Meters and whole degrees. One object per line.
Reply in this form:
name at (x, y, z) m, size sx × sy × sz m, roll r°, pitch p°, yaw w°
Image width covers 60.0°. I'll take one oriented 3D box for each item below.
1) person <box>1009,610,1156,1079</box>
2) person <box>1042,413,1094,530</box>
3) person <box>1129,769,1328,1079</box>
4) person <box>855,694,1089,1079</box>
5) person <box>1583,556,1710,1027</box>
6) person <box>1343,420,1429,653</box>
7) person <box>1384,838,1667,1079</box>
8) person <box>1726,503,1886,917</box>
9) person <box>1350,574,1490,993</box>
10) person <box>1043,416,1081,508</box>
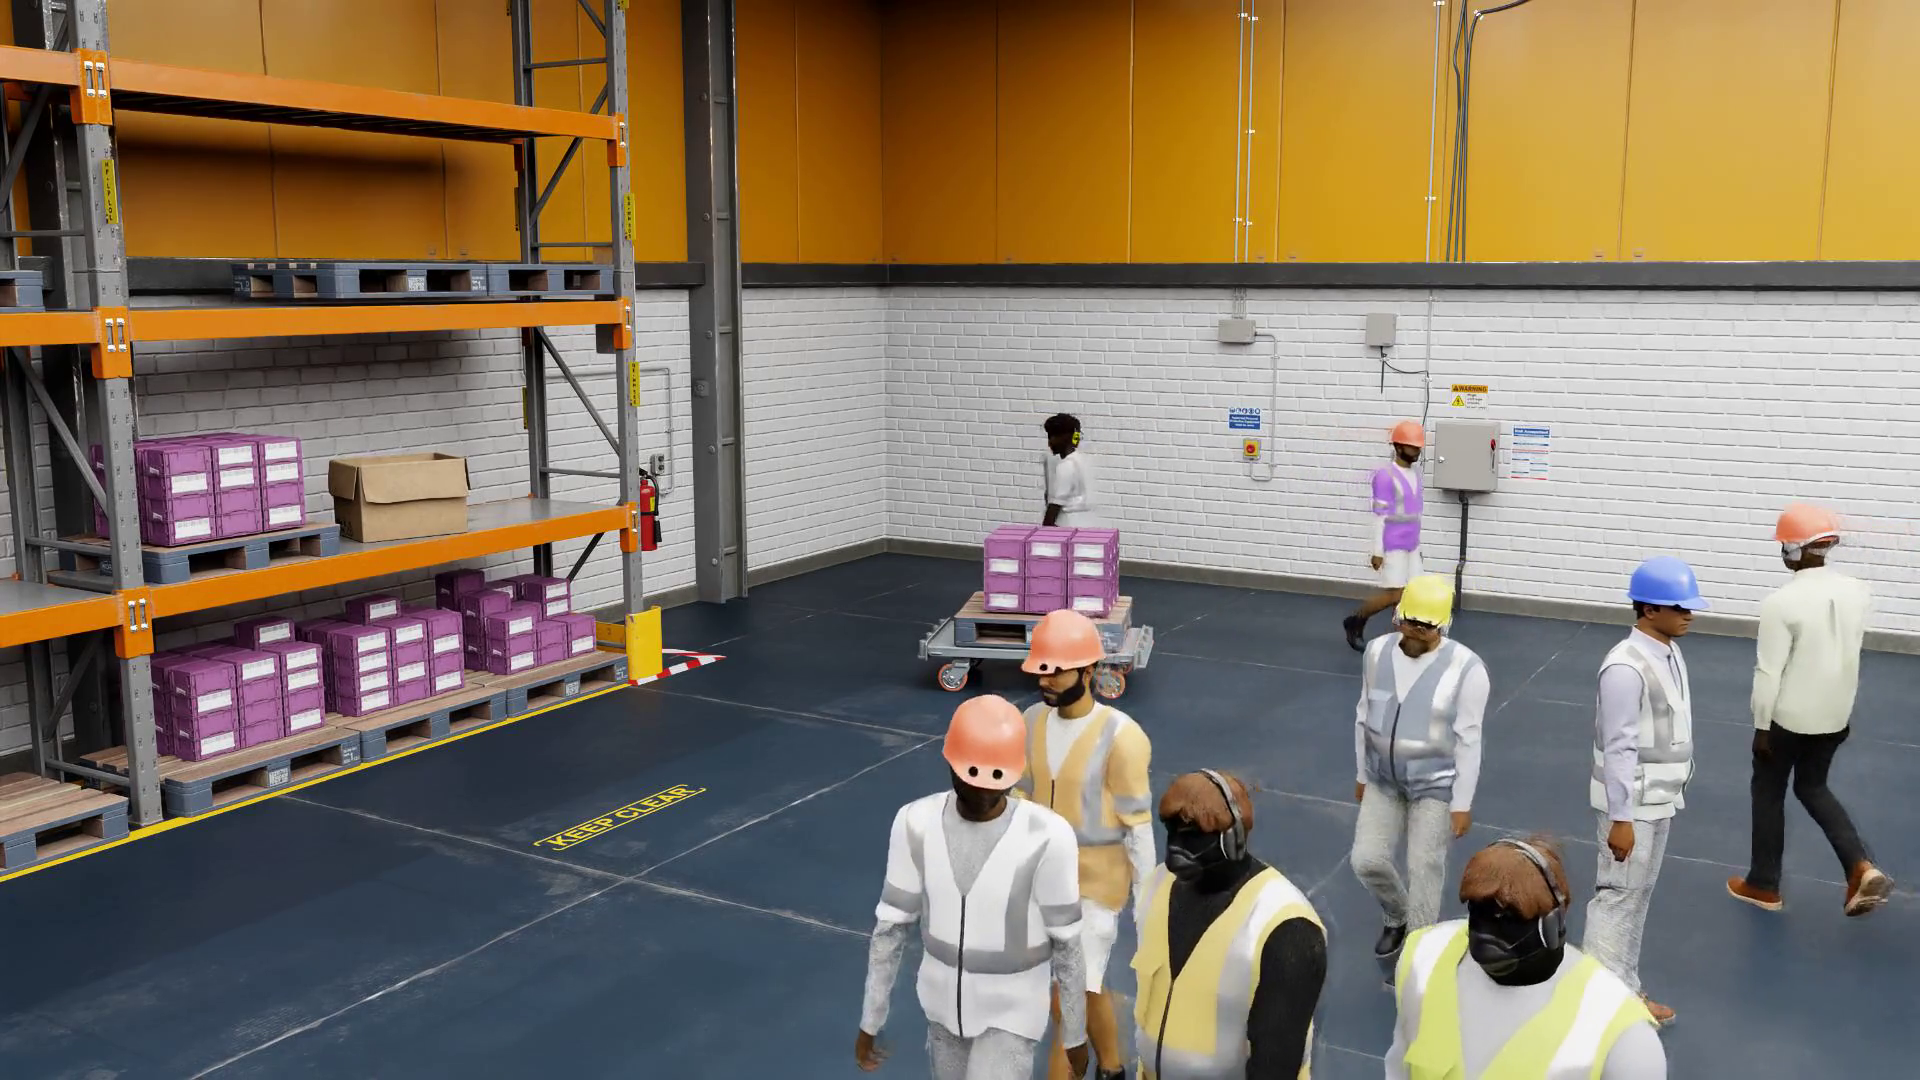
person at (0.308, 1.186, 5.619) m, size 0.877 × 1.904 × 0.580 m, roll -8°, pitch 12°, yaw -39°
person at (0.753, -0.047, 13.297) m, size 0.851 × 1.922 × 0.602 m, roll 2°, pitch 9°, yaw 12°
person at (0.718, 1.456, 4.322) m, size 0.946 × 1.806 × 0.613 m, roll -7°, pitch 11°, yaw -37°
person at (0.004, 1.352, 4.639) m, size 0.614 × 1.892 × 0.832 m, roll 5°, pitch 10°, yaw 28°
person at (2.685, 1.020, 6.545) m, size 0.402 × 1.945 × 0.614 m, roll 7°, pitch 11°, yaw 37°
person at (3.361, 0.020, 12.890) m, size 0.546 × 1.923 × 0.602 m, roll -8°, pitch 12°, yaw -41°
person at (1.216, 1.530, 3.712) m, size 0.488 × 1.830 × 0.634 m, roll -9°, pitch 13°, yaw -43°
person at (3.969, 0.816, 7.736) m, size 0.622 × 1.973 × 0.661 m, roll -3°, pitch 9°, yaw -16°
person at (1.910, 1.017, 7.019) m, size 0.598 × 1.802 × 0.415 m, roll 9°, pitch 12°, yaw 43°
person at (0.872, -0.149, 14.251) m, size 0.967 × 1.827 × 0.538 m, roll -7°, pitch 12°, yaw -38°
